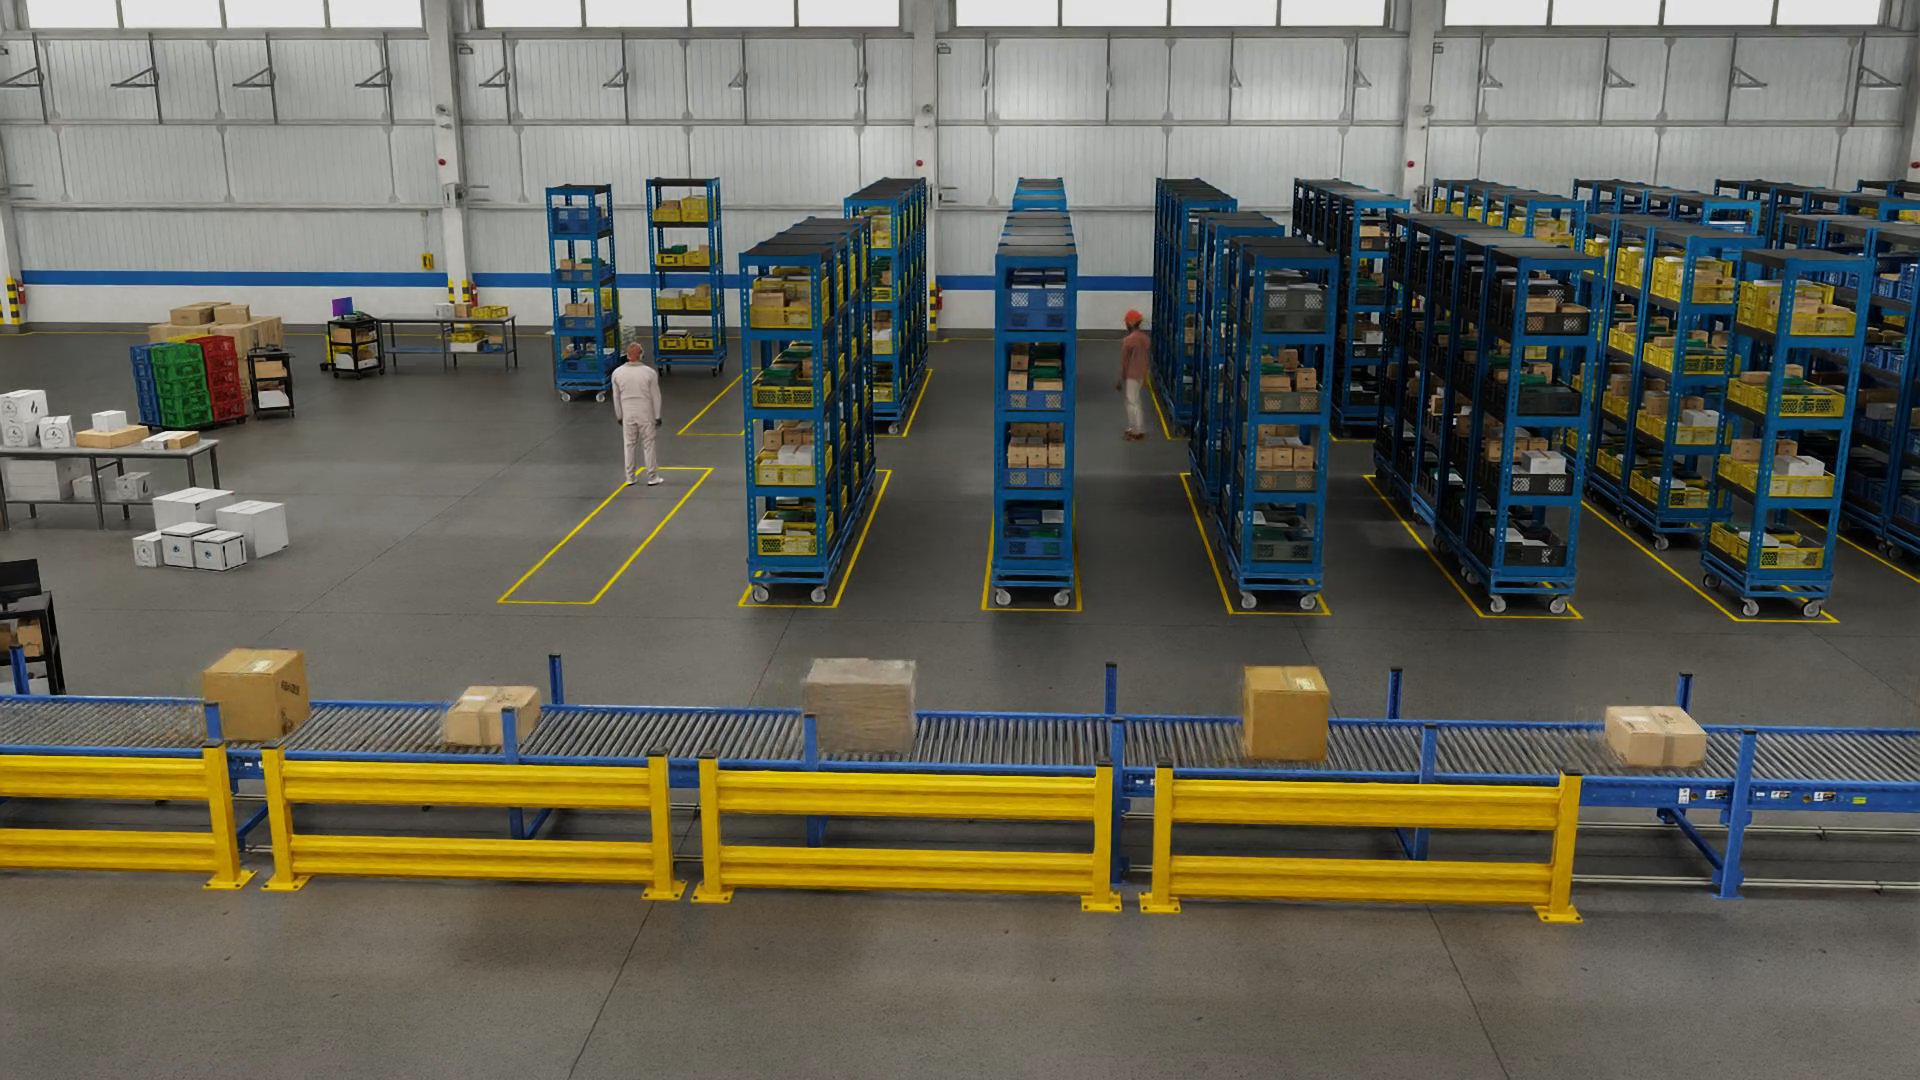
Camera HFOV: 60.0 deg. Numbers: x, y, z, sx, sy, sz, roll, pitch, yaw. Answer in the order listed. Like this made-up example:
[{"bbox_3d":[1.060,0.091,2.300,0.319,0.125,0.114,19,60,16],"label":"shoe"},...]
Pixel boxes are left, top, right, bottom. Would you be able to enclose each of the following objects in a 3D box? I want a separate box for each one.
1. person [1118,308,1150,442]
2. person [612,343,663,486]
[{"bbox_3d":[2.597,-2.480,24.978,0.389,1.997,0.617,12,19,37],"label":"person"},{"bbox_3d":[-4.263,-1.665,22.108,0.641,1.908,0.407,2,15,7],"label":"person"}]
